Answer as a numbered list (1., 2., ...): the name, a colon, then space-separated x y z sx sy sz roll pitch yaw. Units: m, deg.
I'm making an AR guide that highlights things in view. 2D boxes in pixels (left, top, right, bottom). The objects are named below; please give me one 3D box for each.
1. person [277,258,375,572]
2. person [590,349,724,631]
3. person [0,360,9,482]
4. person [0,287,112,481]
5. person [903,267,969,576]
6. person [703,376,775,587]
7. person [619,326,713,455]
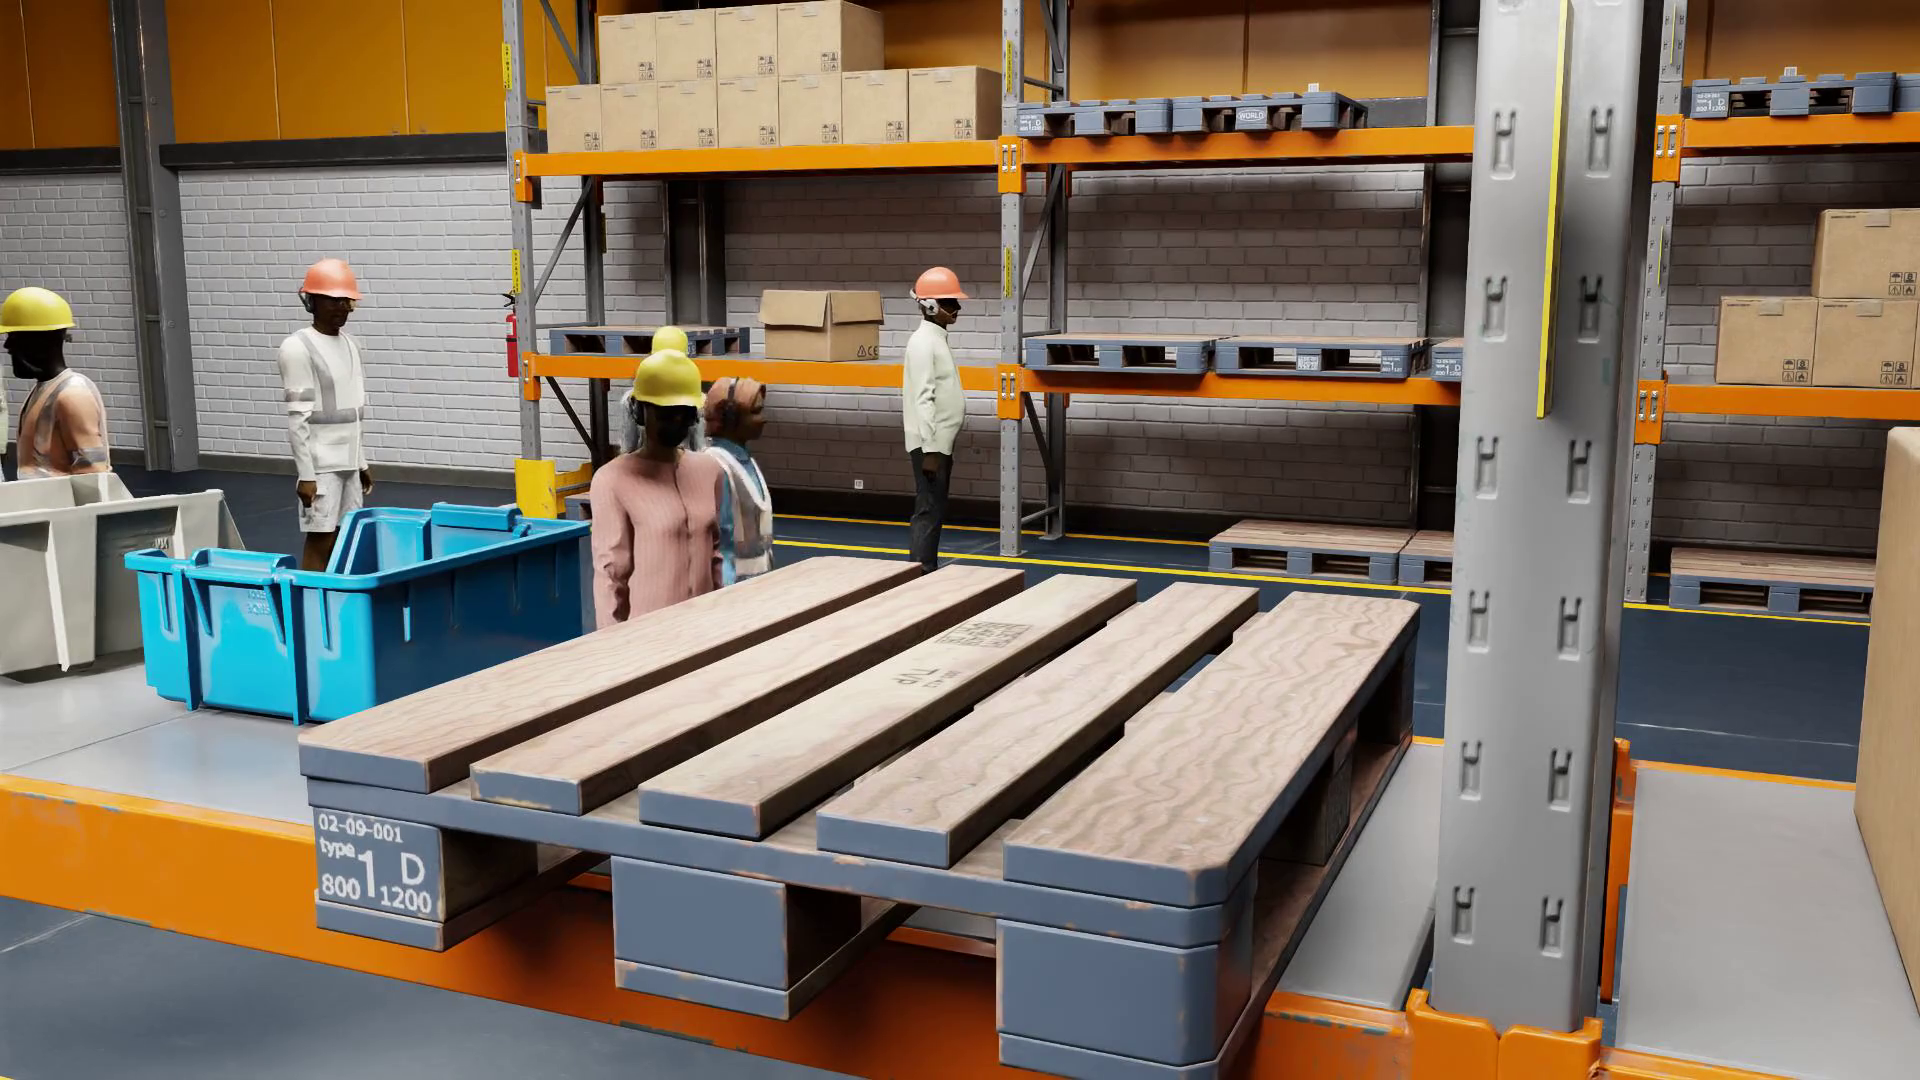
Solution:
1. person: -3.162 -0.395 8.439 0.394 2.040 0.610 2 10 10
2. person: -0.891 0.300 5.104 0.326 1.765 0.530 7 12 36
3. person: -6.144 -0.577 10.257 0.591 1.799 0.801 -8 12 -40
4. person: -3.534 -0.022 6.545 0.376 1.925 0.594 -8 12 -40
5. person: -0.137 -0.544 9.465 0.381 1.994 0.621 1 10 6
6. person: -0.879 0.219 5.991 0.548 1.621 0.521 1 10 8
7. person: -1.511 -0.251 8.602 0.490 1.703 0.893 -1 10 -8
